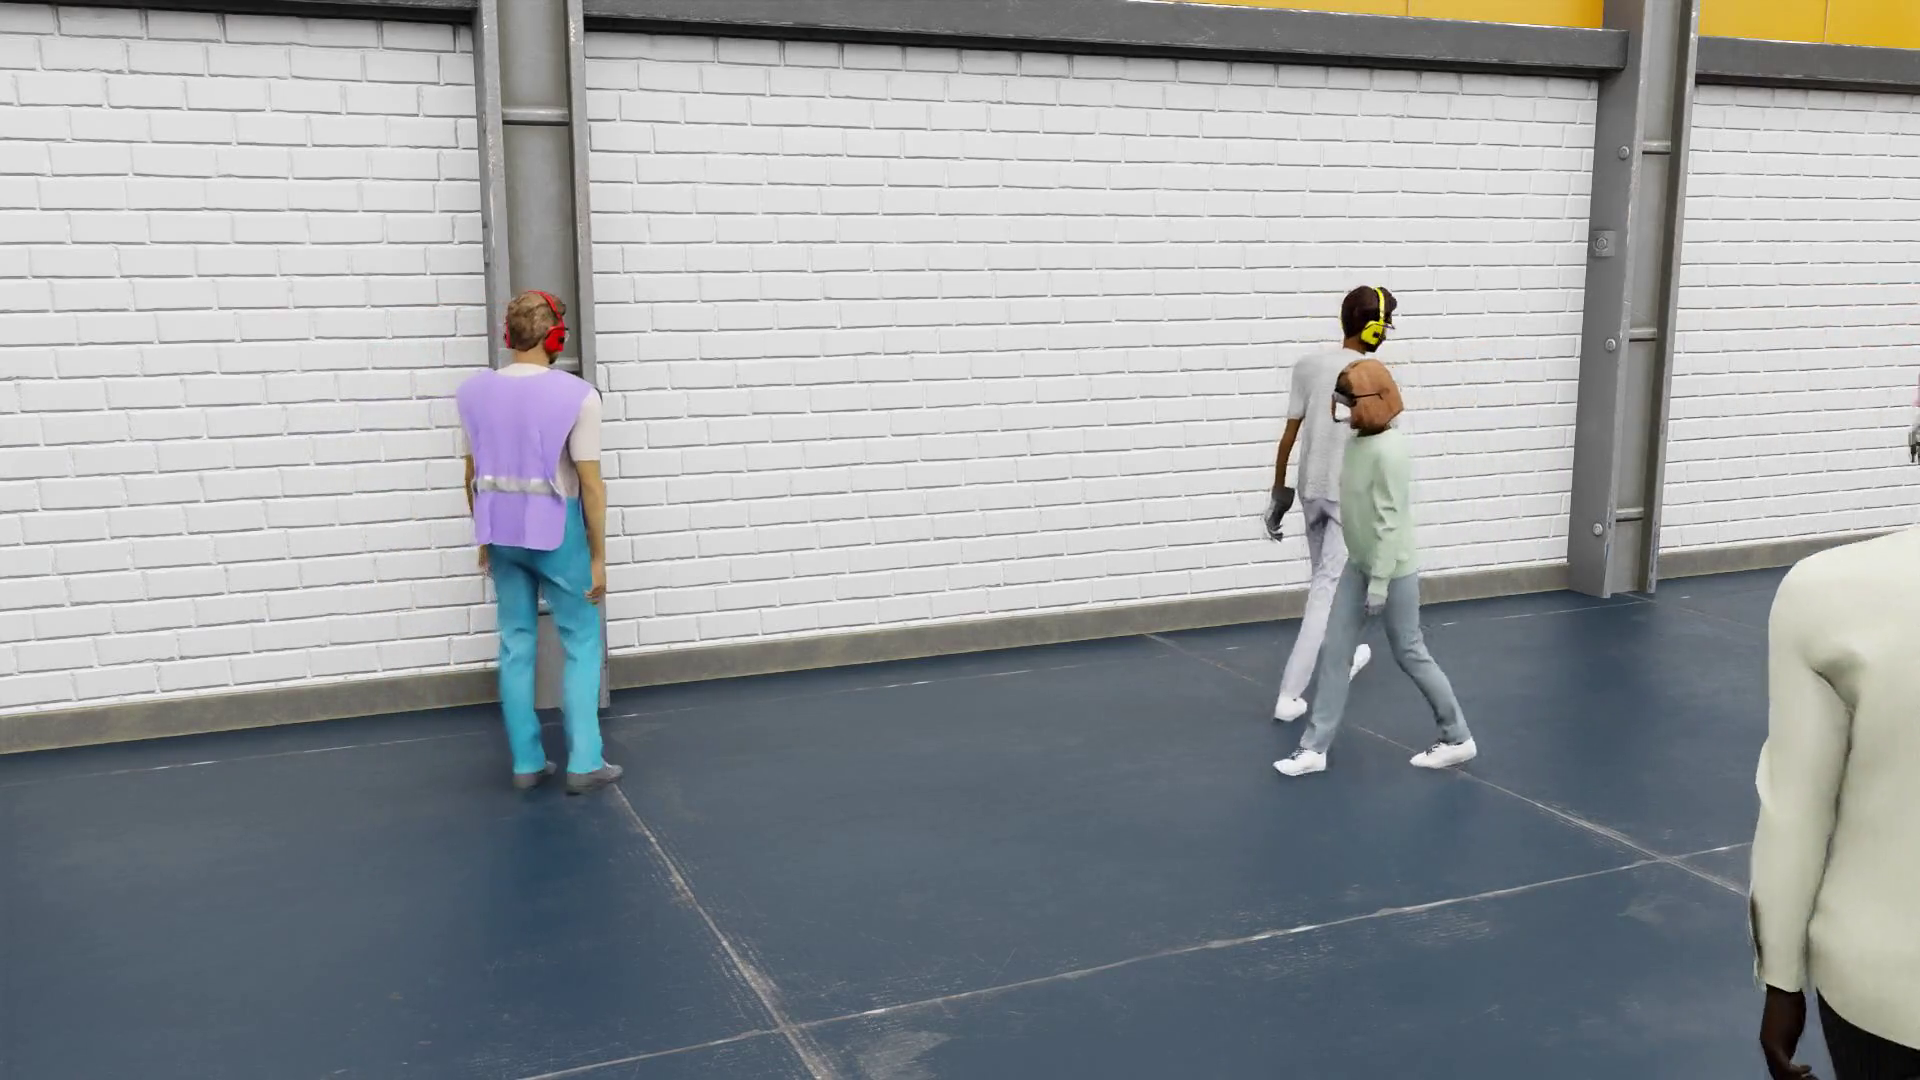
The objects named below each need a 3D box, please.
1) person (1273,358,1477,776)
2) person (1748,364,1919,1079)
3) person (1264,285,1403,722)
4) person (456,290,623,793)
[{"bbox_3d":[1.598,0.109,6.243,0.795,1.589,0.502,-2,11,-12],"label":"person"},{"bbox_3d":[1.425,0.634,2.323,0.626,1.971,0.704,6,12,30],"label":"person"},{"bbox_3d":[1.643,-0.168,7.123,0.549,1.818,0.939,9,14,40],"label":"person"},{"bbox_3d":[-1.543,0.024,6.025,0.598,1.841,0.432,3,11,14],"label":"person"}]
